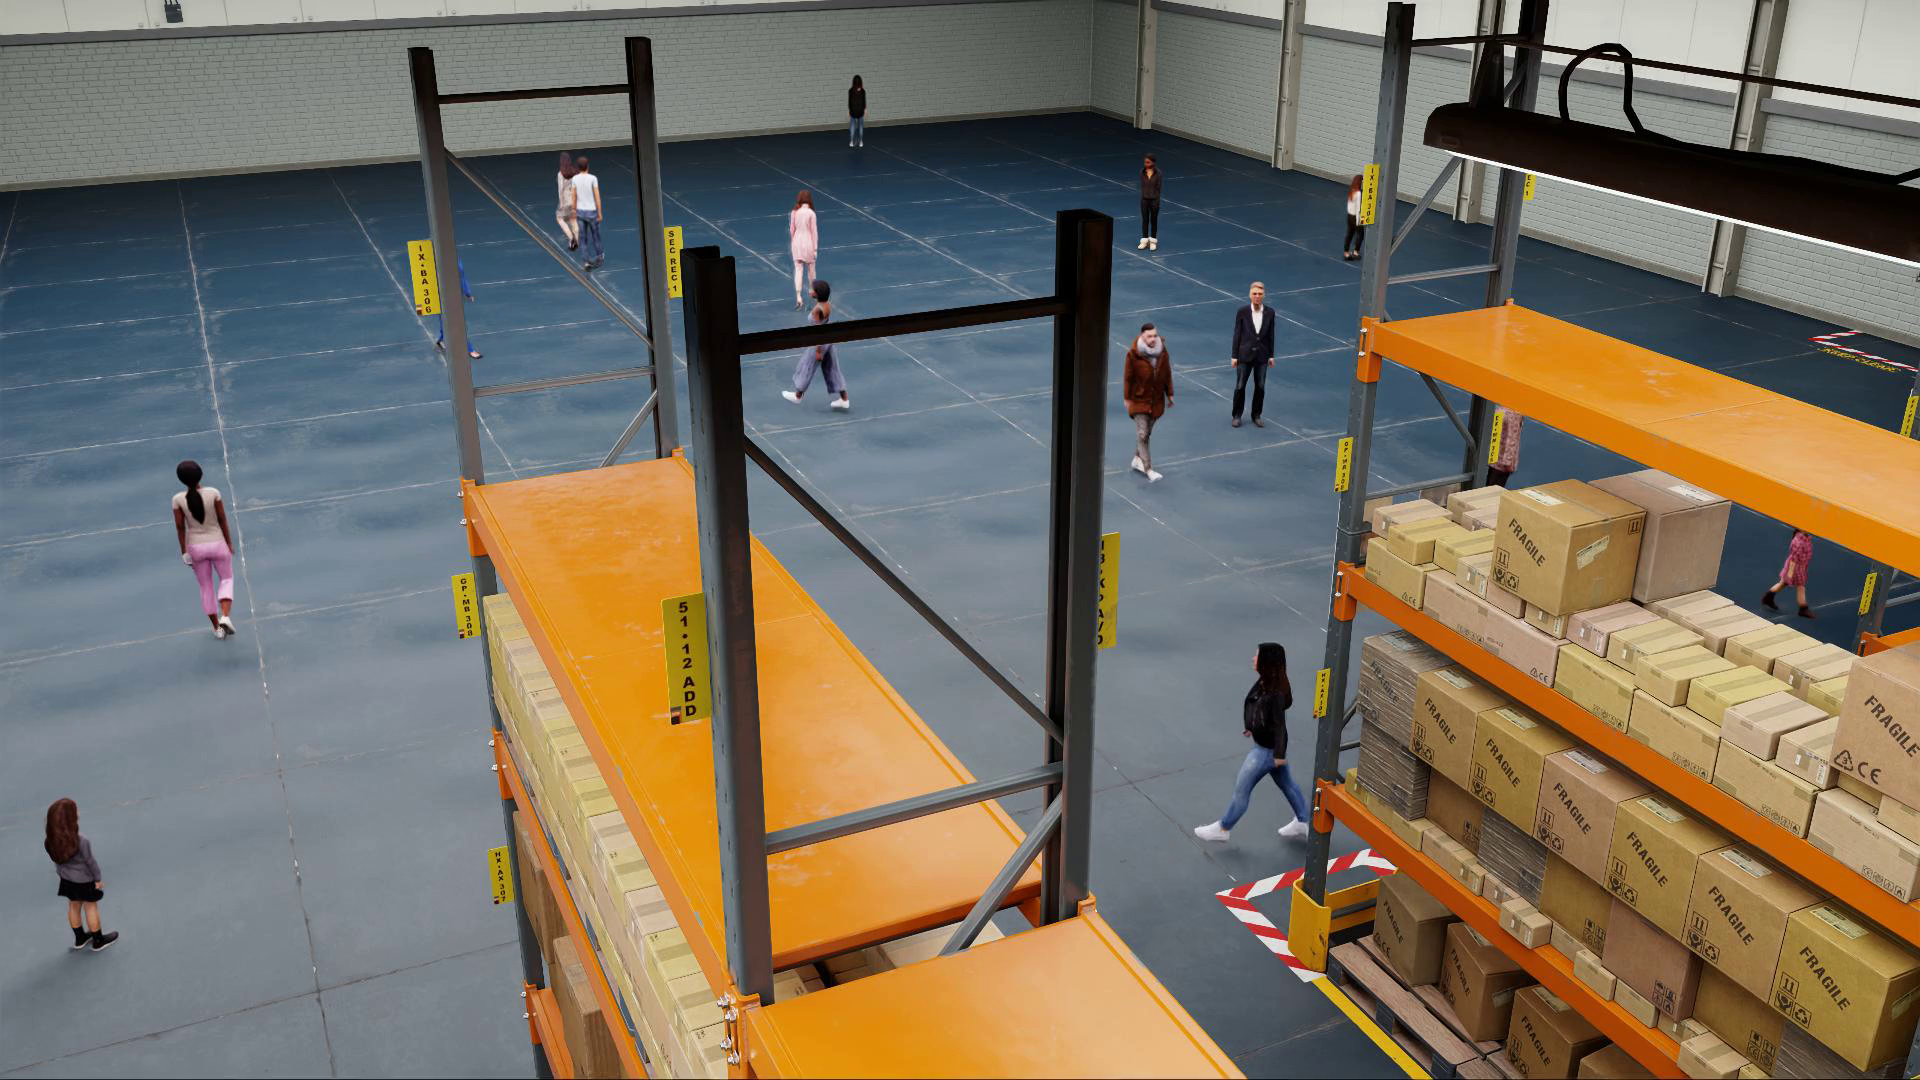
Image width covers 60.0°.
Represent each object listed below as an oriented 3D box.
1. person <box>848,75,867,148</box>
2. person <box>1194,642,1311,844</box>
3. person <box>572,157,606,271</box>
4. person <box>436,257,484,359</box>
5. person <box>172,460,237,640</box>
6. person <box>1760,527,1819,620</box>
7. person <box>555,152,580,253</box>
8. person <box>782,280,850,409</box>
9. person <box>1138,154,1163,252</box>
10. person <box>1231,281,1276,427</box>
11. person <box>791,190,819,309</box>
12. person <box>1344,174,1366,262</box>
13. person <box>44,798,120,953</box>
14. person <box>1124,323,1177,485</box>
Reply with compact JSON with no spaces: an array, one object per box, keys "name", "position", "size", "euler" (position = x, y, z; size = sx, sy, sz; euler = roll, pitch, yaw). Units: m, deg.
[{"name":"person","position":[-2.409,-10.046,38.929],"size":[0.657,1.645,0.649],"euler":[-3,23,-7]},{"name":"person","position":[2.283,1.486,11.886],"size":[1.063,1.586,1.150],"euler":[2,23,4]},{"name":"person","position":[-6.266,-5.450,27.871],"size":[0.901,1.840,1.125],"euler":[-2,23,-4]},{"name":"person","position":[-7.133,-3.374,23.207],"size":[1.174,1.670,1.085],"euler":[9,25,21]},{"name":"person","position":[-6.741,0.126,14.900],"size":[0.588,1.729,0.766],"euler":[-9,25,-21]},{"name":"person","position":[7.795,0.224,15.591],"size":[0.782,1.008,0.645],"euler":[15,27,31]},{"name":"person","position":[-6.768,-5.863,28.978],"size":[0.742,1.734,0.719],"euler":[15,27,32]},{"name":"person","position":[-1.663,-2.419,20.991],"size":[1.157,1.648,1.081],"euler":[9,25,20]},{"name":"person","position":[3.359,-5.983,29.348],"size":[0.710,1.665,0.770],"euler":[2,23,5]},{"name":"person","position":[3.620,-2.302,20.502],"size":[0.772,1.815,0.758],"euler":[0,23,1]},{"name":"person","position":[-2.429,-4.422,25.583],"size":[1.078,1.740,1.211],"euler":[5,24,11]},{"name":"person","position":[6.688,-5.501,28.454],"size":[0.663,1.477,0.576],"euler":[-6,24,-15]},{"name":"person","position":[-5.777,2.178,10.872],"size":[0.536,1.107,0.588],"euler":[7,24,15]},{"name":"person","position":[2.073,-1.574,18.818],"size":[0.713,1.793,1.077],"euler":[-11,26,-25]}]
